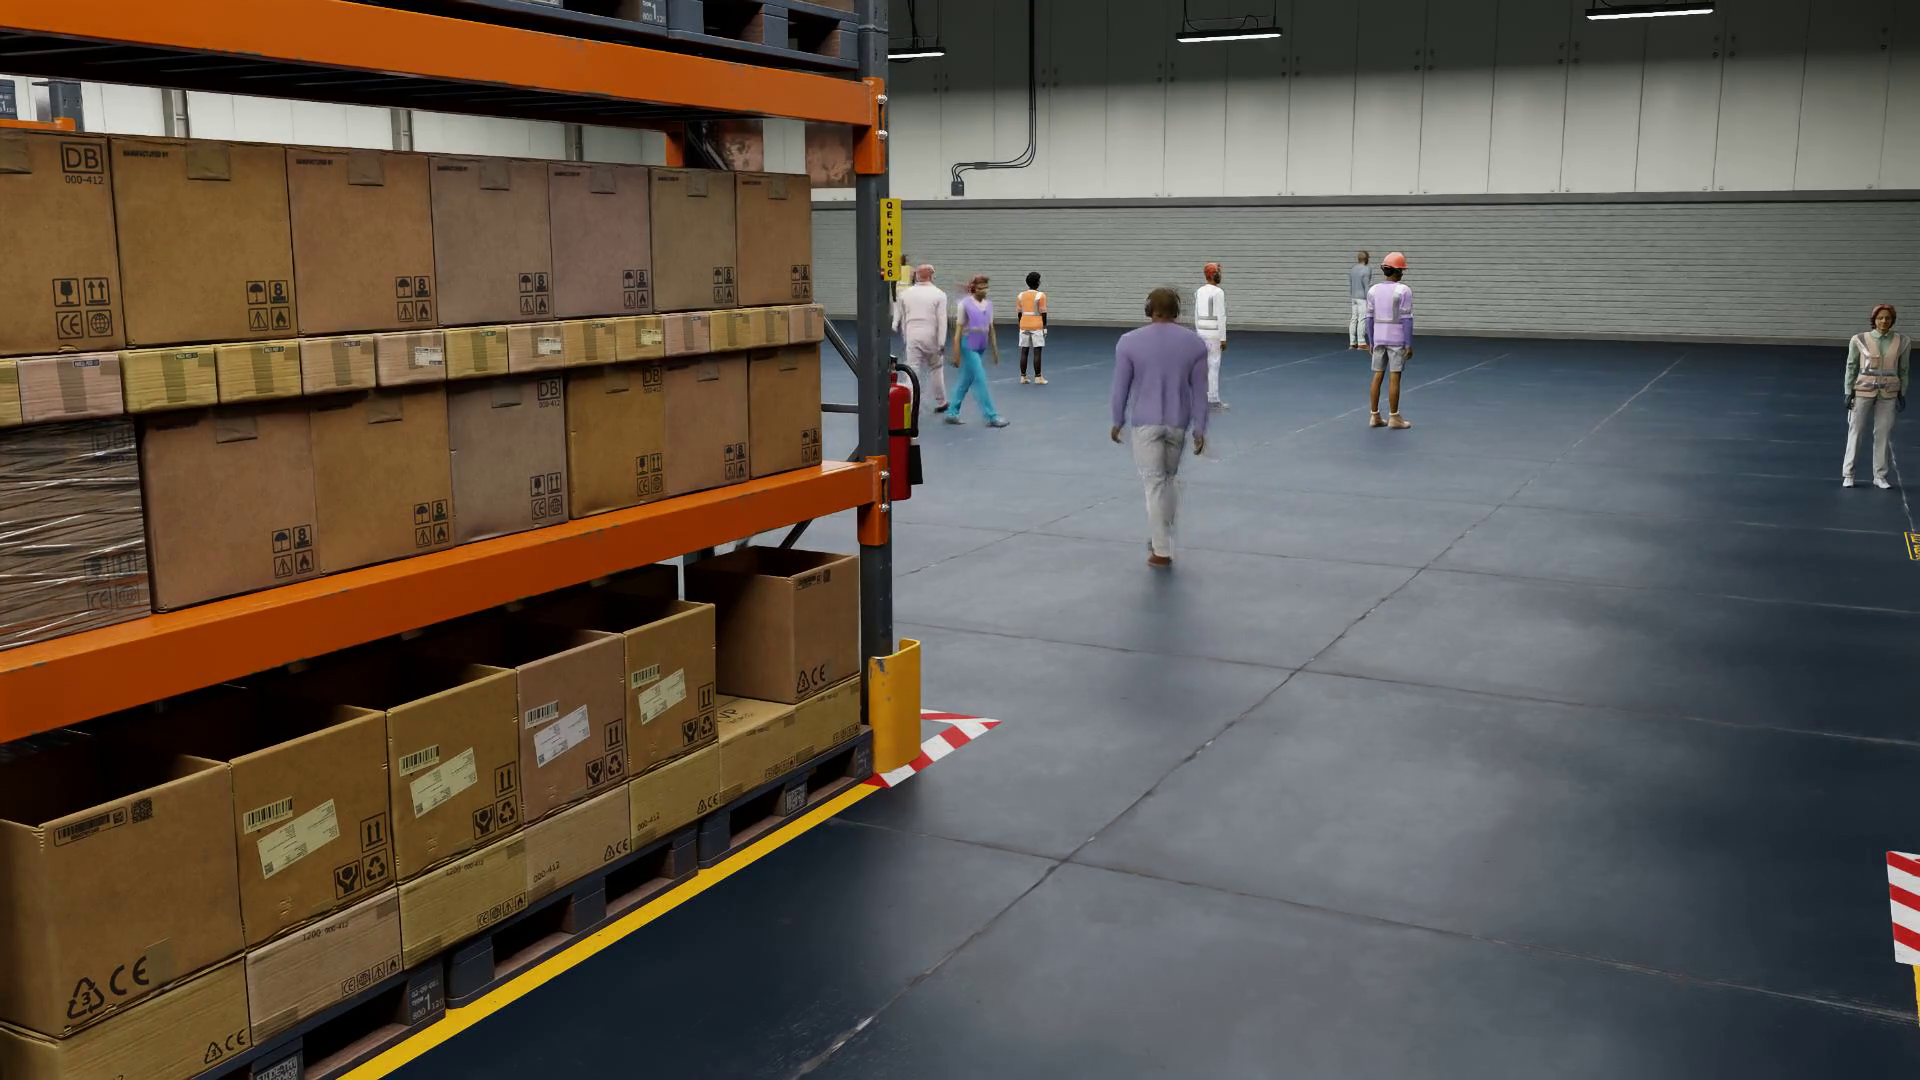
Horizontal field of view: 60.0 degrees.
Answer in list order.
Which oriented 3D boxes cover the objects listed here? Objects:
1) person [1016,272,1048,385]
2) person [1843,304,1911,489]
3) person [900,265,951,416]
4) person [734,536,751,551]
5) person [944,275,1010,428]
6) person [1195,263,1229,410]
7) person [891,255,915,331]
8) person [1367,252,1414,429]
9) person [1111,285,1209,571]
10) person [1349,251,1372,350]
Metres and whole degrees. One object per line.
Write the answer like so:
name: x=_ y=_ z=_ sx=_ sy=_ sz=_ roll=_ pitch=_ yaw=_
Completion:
person: x=1.095 y=-3.177 z=25.007 sx=0.538 sy=1.696 sz=0.317 roll=8 pitch=13 yaw=36
person: x=8.132 y=-1.273 z=14.783 sx=0.517 sy=1.641 sz=0.308 roll=3 pitch=11 yaw=14
person: x=-0.418 y=-2.517 z=20.941 sx=0.665 sy=1.860 sz=0.943 roll=4 pitch=11 yaw=21
person: x=-1.610 y=-0.634 z=11.328 sx=0.528 sy=1.611 sz=0.629 roll=4 pitch=11 yaw=19
person: x=0.183 y=-2.209 z=19.537 sx=0.934 sy=1.785 sz=0.571 roll=6 pitch=12 yaw=30
person: x=3.251 y=-2.624 z=21.480 sx=0.355 sy=1.885 sz=0.575 roll=-5 pitch=12 yaw=-27
person: x=-1.320 y=-5.721 z=38.641 sx=0.630 sy=1.799 sz=0.972 roll=-4 pitch=11 yaw=-21
person: x=5.004 y=-2.307 z=19.319 sx=0.371 sy=2.044 sz=0.608 roll=-9 pitch=13 yaw=-39
person: x=1.332 y=-0.778 z=11.387 sx=0.628 sy=1.900 sz=0.892 roll=-2 pitch=11 yaw=-12
person: x=7.889 y=-4.706 z=32.688 sx=0.368 sy=1.938 sz=0.633 roll=-4 pitch=11 yaw=-20
